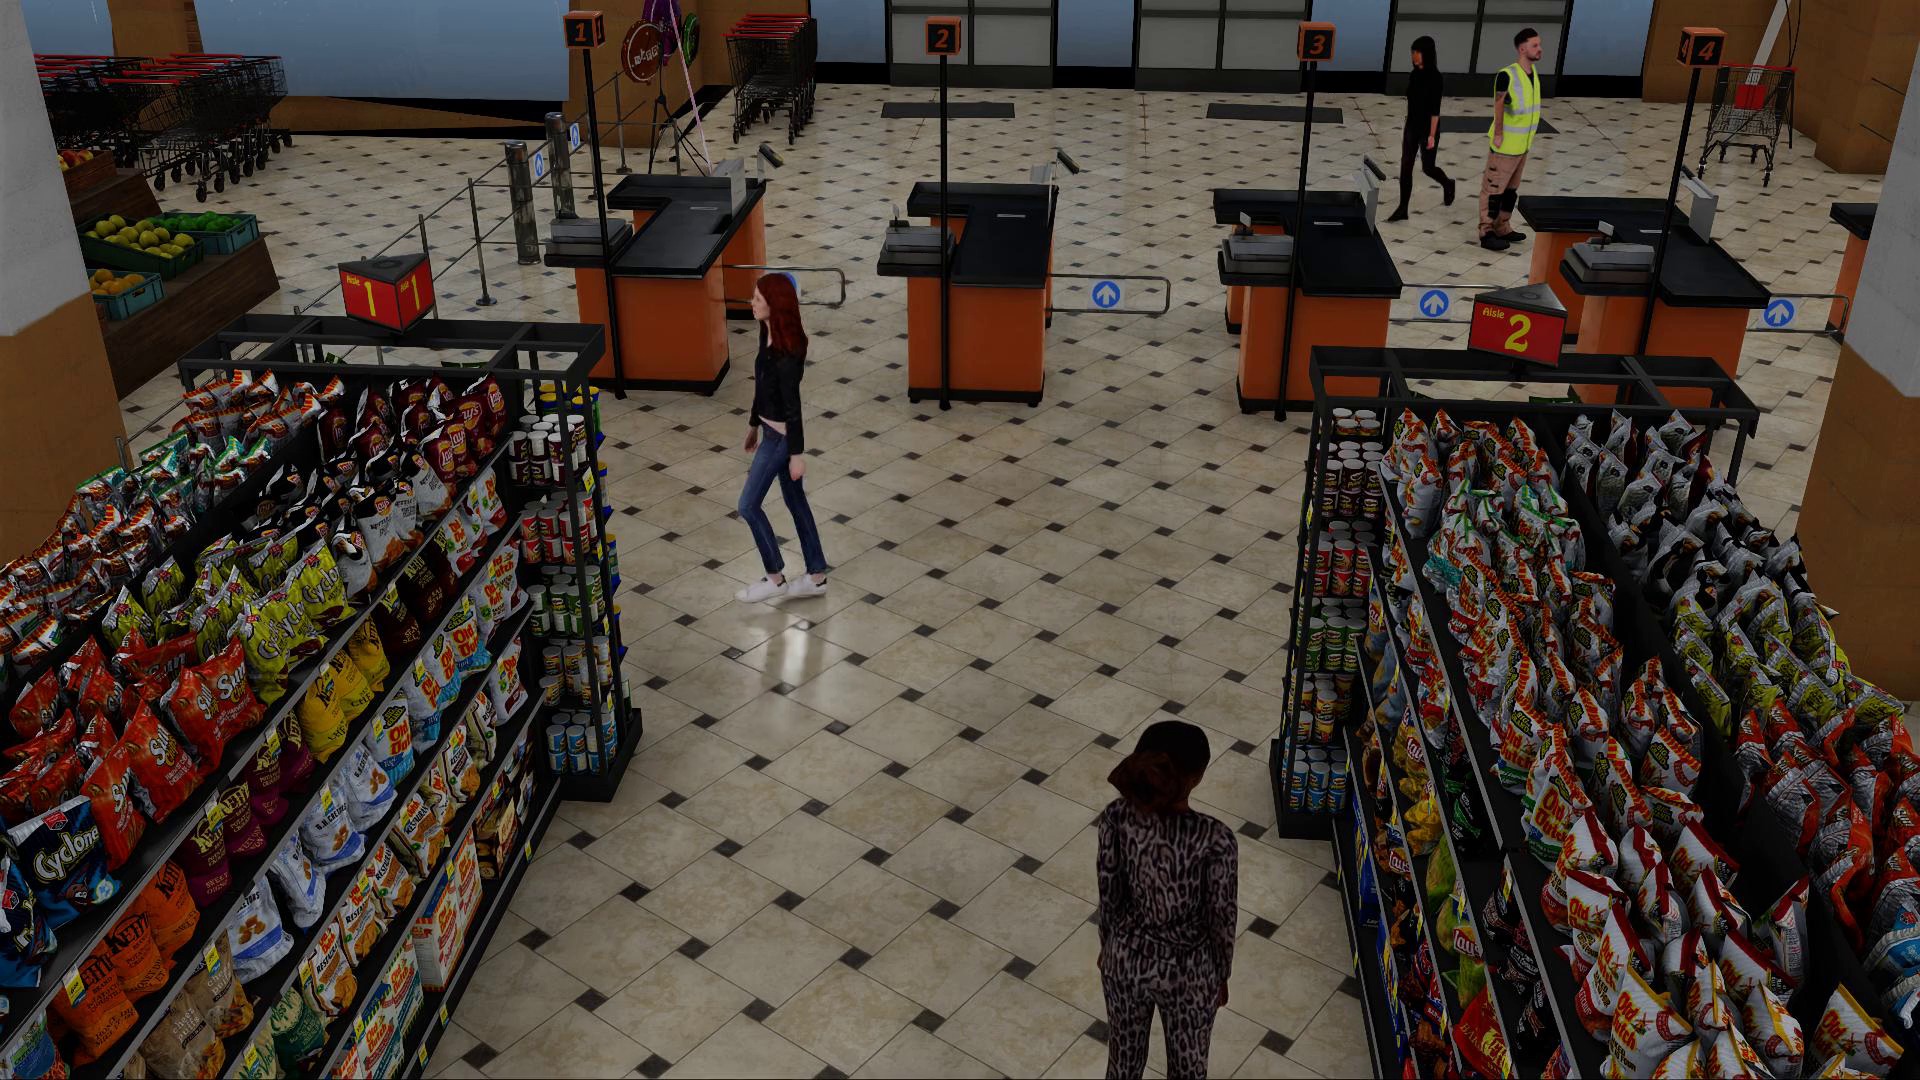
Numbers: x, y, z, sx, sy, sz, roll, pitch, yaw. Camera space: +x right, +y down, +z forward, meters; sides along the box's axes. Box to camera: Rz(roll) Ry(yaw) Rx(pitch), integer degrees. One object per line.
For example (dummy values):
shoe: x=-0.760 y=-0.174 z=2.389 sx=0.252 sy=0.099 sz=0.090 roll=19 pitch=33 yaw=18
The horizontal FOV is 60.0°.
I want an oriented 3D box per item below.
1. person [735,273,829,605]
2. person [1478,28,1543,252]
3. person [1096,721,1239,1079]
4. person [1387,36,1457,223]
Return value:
person: x=-0.821 y=-0.495 z=8.499 sx=0.767 sy=1.765 sz=0.754 roll=-6 pitch=28 yaw=-12
person: x=4.710 y=-3.428 z=14.193 sx=0.918 sy=1.846 sz=0.852 roll=24 pitch=36 yaw=39
person: x=0.604 y=1.290 z=5.037 sx=0.635 sy=1.714 sz=0.622 roll=11 pitch=29 yaw=20
person: x=4.203 y=-3.675 z=14.938 sx=1.029 sy=1.614 sz=1.001 roll=-18 pitch=32 yaw=-32
